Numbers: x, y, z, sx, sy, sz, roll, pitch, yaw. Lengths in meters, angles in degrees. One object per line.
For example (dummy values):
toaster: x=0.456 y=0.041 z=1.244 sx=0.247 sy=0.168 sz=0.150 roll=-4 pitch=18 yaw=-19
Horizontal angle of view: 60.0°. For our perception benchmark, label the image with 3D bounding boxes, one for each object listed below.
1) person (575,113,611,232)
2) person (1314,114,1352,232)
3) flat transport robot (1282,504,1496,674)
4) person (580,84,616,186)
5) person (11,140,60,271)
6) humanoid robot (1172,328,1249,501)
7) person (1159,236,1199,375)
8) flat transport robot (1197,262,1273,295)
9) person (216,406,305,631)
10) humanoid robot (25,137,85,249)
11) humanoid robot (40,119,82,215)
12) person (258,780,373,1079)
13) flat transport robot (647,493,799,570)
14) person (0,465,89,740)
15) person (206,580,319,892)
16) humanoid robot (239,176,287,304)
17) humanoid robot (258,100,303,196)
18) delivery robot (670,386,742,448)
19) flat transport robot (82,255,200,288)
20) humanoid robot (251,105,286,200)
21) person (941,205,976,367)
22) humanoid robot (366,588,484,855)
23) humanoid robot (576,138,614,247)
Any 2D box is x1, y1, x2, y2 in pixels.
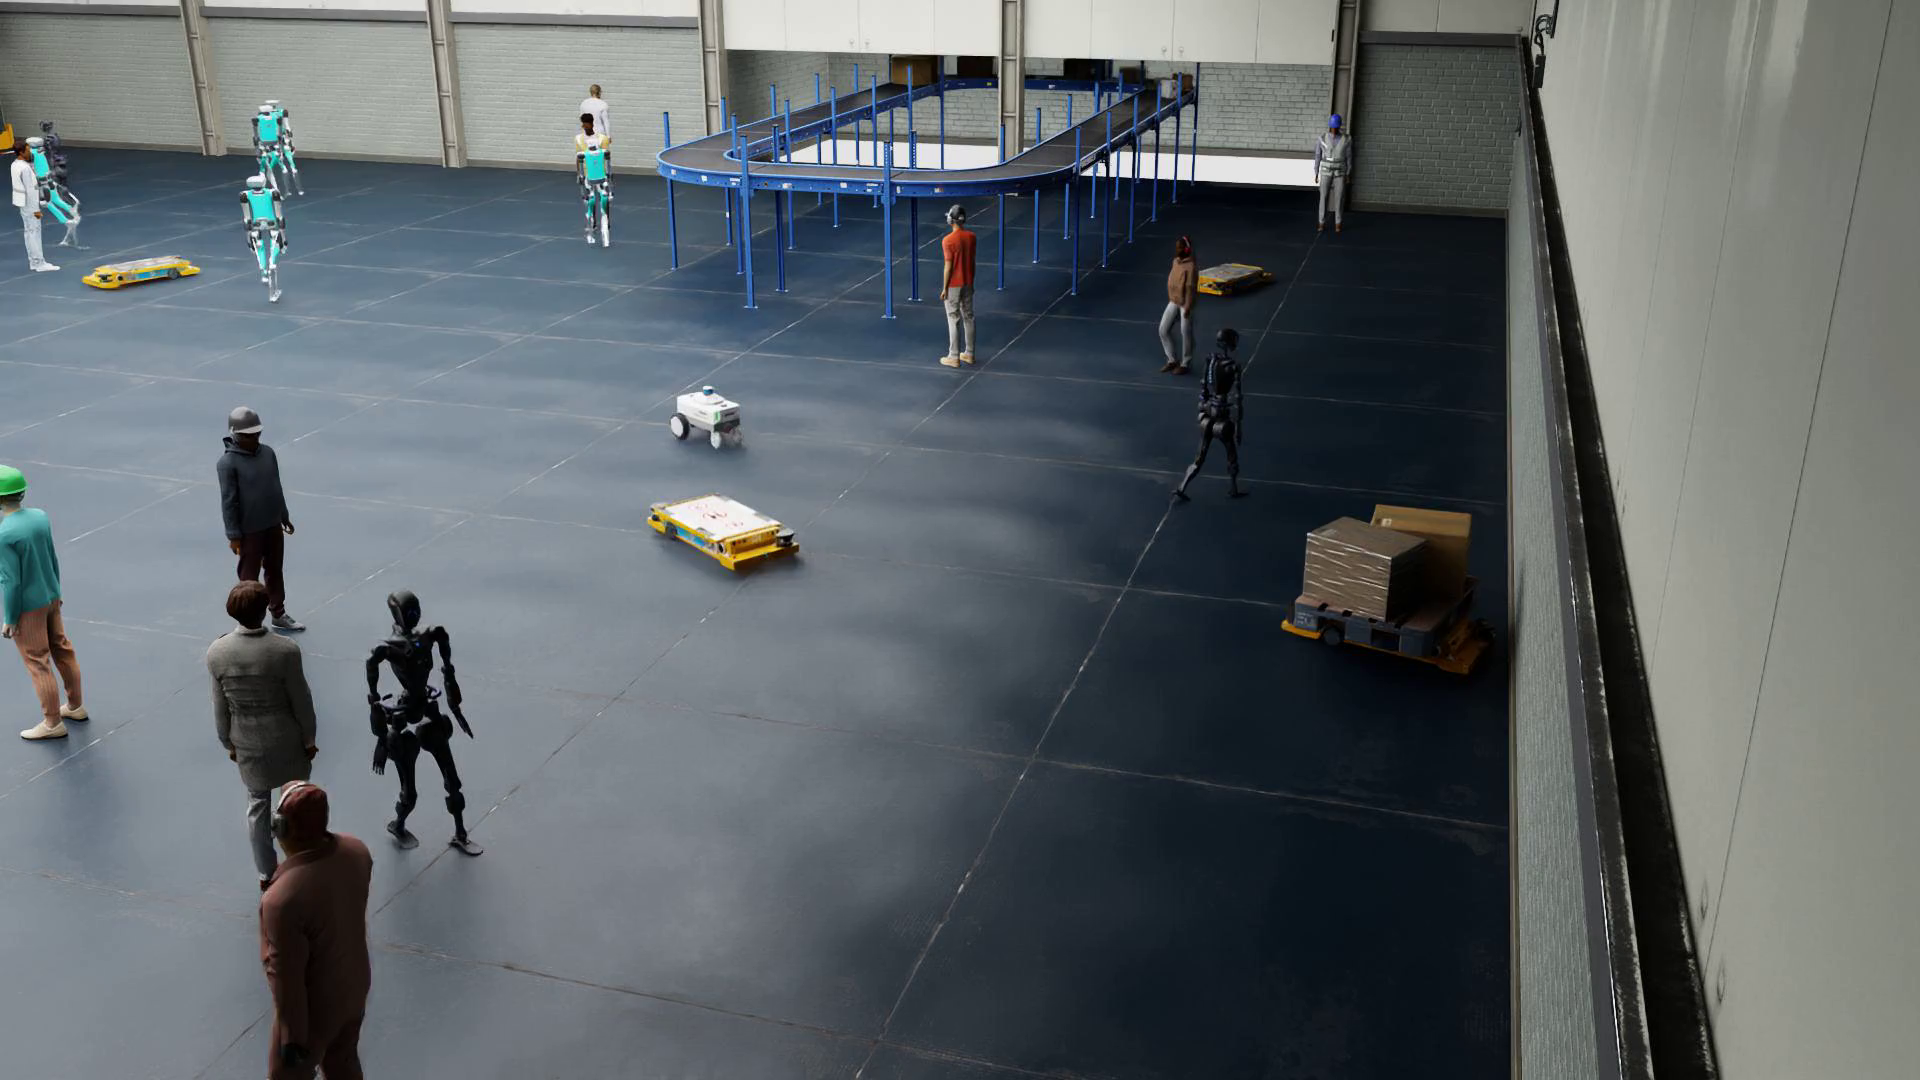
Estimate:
person: x=-6.124 y=-6.134 z=27.756 sx=0.610 sy=1.952 sz=0.385 roll=4 pitch=21 yaw=11
person: x=6.215 y=-6.127 z=27.768 sx=0.612 sy=1.933 sz=0.413 roll=3 pitch=21 yaw=9
flat transport robot: x=3.208 y=0.658 z=12.470 sx=1.431 sy=0.231 sz=0.659 roll=13 pitch=25 yaw=31
person: x=-6.999 y=-7.809 z=32.119 sx=0.627 sy=1.936 sz=0.378 roll=9 pitch=23 yaw=22
person: x=-13.882 y=-4.980 z=24.804 sx=0.400 sy=1.920 sz=0.589 roll=-17 pitch=27 yaw=-38
humanoid robot: x=2.334 y=-1.133 z=15.253 sx=0.771 sy=1.654 sz=0.608 roll=-11 pitch=24 yaw=-27
person: x=2.529 y=-2.700 z=19.263 sx=0.484 sy=1.633 sz=0.491 roll=-12 pitch=24 yaw=-29
flat transport robot: x=3.861 y=-3.755 z=23.918 sx=0.659 sy=0.231 sz=1.431 roll=17 pitch=27 yaw=37
person: x=-5.206 y=-0.121 z=12.347 sx=0.369 sy=1.809 sz=0.546 roll=11 pitch=24 yaw=26
humanoid robot: x=-14.225 y=-5.405 z=26.314 sx=0.745 sy=1.906 sz=0.564 roll=-2 pitch=21 yaw=-4
humanoid robot: x=-15.837 y=-6.568 z=29.266 sx=0.388 sy=1.641 sz=0.591 roll=-5 pitch=22 yaw=-12
person: x=-2.699 y=1.906 z=7.006 sx=0.402 sy=1.883 sz=0.664 roll=4 pitch=21 yaw=9
flat transport robot: x=-2.070 y=-0.091 z=14.415 sx=0.659 sy=0.231 sz=1.431 roll=-17 pitch=27 yaw=-36
person: x=-6.084 y=0.405 z=10.894 sx=0.344 sy=1.873 sz=0.526 roll=3 pitch=21 yaw=7
person: x=-3.811 y=1.086 z=9.190 sx=0.517 sy=1.829 sz=0.363 roll=-3 pitch=21 yaw=-7
humanoid robot: x=-9.447 y=-4.003 z=22.578 sx=0.542 sy=1.763 sz=1.028 roll=-5 pitch=22 yaw=-12
humanoid robot: x=-12.652 y=-7.295 z=31.069 sx=0.546 sy=1.765 sz=0.798 roll=-15 pitch=26 yaw=-34
delivery robot: x=-2.607 y=-1.282 z=17.132 sx=0.792 sy=0.614 sz=0.499 roll=20 pitch=28 yaw=41
flat transport robot: x=-11.991 y=-3.927 z=24.363 sx=0.659 sy=0.231 sz=1.431 roll=17 pitch=27 yaw=36
humanoid robot: x=-12.753 y=-7.106 z=30.566 sx=0.585 sy=1.772 sz=0.867 roll=-14 pitch=25 yaw=-33
person: x=-0.044 y=-3.020 z=19.730 sx=0.480 sy=1.910 sz=0.410 roll=-17 pitch=27 yaw=-37
humanoid robot: x=-3.115 y=1.047 z=9.524 sx=0.596 sy=1.640 sz=0.611 roll=16 pitch=26 yaw=36
humanoid robot: x=-5.849 y=-5.511 z=26.536 sx=0.565 sy=1.853 sz=0.896 roll=-10 pitch=23 yaw=-23
